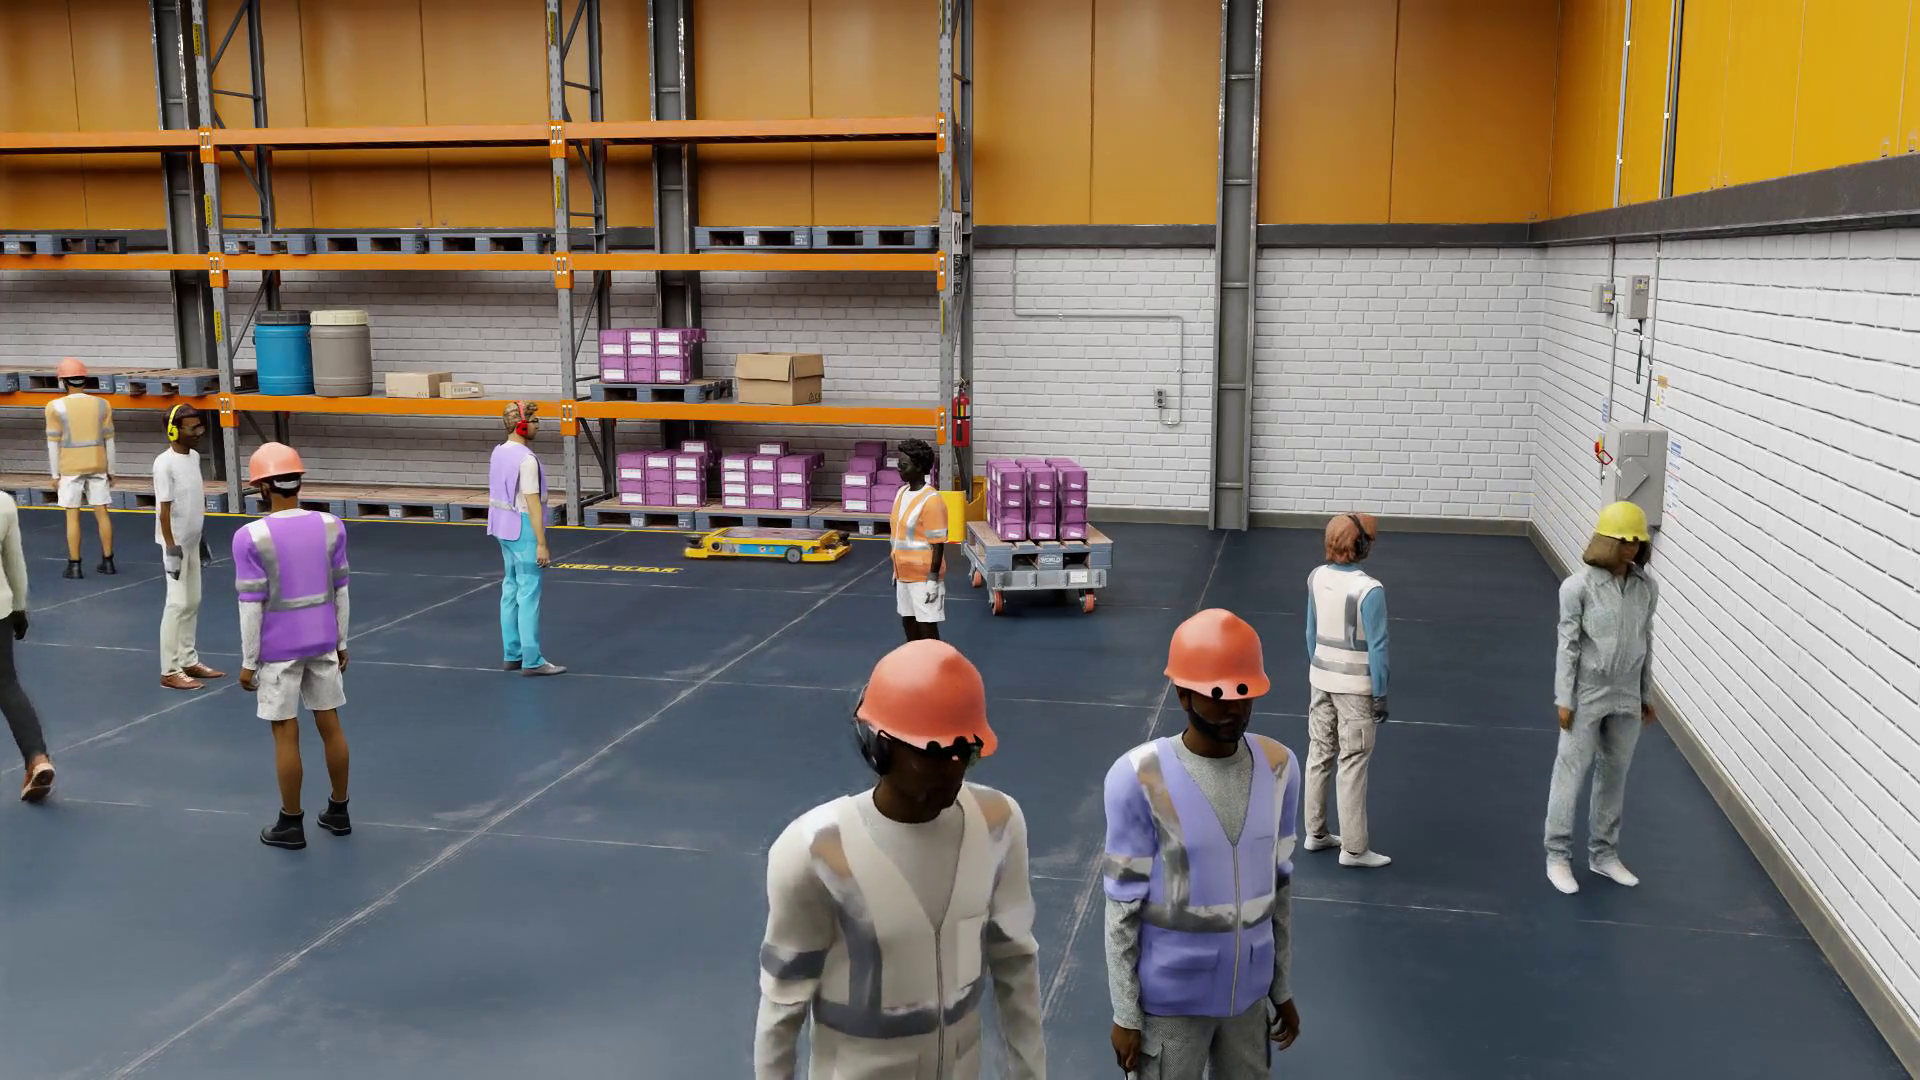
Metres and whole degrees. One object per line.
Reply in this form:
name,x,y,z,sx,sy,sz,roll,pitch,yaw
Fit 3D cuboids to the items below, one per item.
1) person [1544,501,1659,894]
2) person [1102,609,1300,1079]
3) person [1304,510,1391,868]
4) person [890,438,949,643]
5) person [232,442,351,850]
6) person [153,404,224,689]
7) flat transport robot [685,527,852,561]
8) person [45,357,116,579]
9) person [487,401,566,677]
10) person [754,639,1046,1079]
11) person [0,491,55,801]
person,2.846,0.688,7.314,0.492,1.741,0.324,-3,10,-16
person,0.623,1.120,4.180,0.545,1.938,0.362,-4,10,-24
person,1.773,0.682,7.641,0.307,1.645,0.513,-5,11,-27
person,-0.267,0.221,10.216,0.315,1.696,0.540,-5,11,-29
person,-3.161,0.499,7.882,0.367,1.930,0.542,8,13,40
person,-5.046,0.043,10.834,0.364,1.854,0.514,0,10,1
flat transport robot,-1.779,0.031,15.555,1.431,0.197,0.652,2,10,10
person,-7.690,-0.630,14.561,0.376,1.930,0.542,9,13,42
person,-2.935,-0.005,11.110,0.386,1.846,0.566,-8,13,-40
person,-0.048,1.203,3.489,0.625,2.006,0.899,-7,12,-36
person,-5.043,0.377,8.523,0.945,1.966,0.636,7,12,35
